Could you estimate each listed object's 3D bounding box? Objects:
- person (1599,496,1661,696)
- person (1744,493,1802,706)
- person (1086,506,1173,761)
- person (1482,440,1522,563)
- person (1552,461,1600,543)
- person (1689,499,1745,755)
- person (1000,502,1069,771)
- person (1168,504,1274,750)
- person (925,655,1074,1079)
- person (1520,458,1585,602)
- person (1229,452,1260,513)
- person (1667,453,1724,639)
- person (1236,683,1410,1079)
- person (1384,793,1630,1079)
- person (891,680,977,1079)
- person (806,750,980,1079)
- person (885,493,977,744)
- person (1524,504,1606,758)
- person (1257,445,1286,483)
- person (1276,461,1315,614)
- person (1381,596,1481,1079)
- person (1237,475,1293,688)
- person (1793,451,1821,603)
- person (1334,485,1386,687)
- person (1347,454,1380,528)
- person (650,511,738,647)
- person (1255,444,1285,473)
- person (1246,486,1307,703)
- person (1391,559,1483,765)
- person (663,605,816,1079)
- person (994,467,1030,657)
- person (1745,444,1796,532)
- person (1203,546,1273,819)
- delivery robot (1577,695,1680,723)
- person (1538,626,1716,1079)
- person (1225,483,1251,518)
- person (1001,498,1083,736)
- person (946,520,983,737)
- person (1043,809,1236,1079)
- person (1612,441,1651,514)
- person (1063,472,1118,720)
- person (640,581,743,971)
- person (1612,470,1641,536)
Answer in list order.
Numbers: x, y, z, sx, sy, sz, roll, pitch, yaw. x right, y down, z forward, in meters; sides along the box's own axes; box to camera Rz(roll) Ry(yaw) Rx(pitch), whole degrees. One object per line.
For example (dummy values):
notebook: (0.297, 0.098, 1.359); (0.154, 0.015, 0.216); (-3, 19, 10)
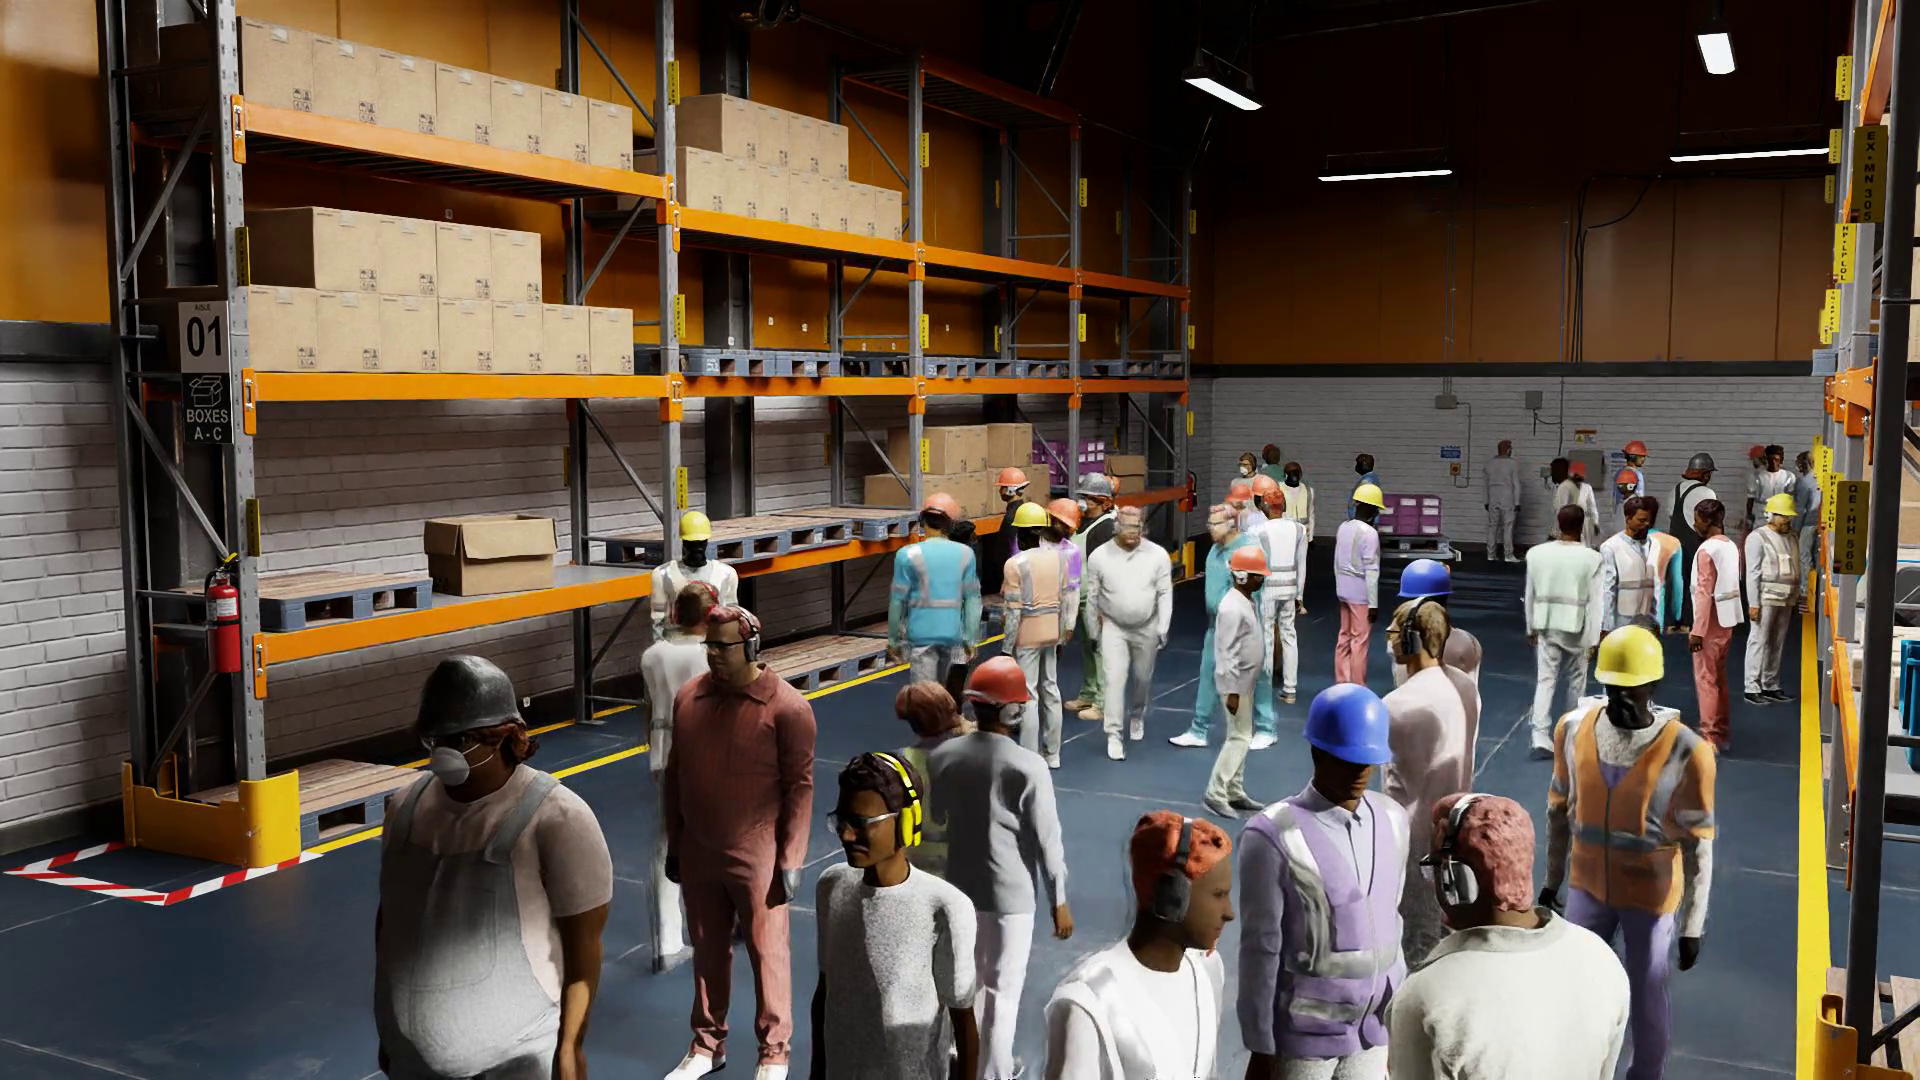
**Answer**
person: (5.165, 0.609, 12.857); (0.599, 1.908, 0.396); (-3, 6, -30)
person: (7.009, 0.509, 14.317); (0.597, 1.828, 0.403); (-3, 6, -29)
person: (1.274, 0.661, 12.568); (0.630, 1.864, 0.993); (0, 5, -1)
person: (8.438, -0.599, 25.835); (0.399, 1.909, 0.642); (-4, 7, -40)
person: (8.415, -0.218, 22.671); (0.558, 1.718, 0.607); (-2, 6, -21)
person: (5.646, 0.646, 12.454); (0.393, 1.908, 0.597); (5, 7, 40)
person: (0.508, 0.698, 11.759); (0.585, 1.929, 0.371); (-5, 7, -42)
person: (2.028, 0.667, 12.539); (0.795, 1.867, 0.648); (-3, 6, -27)
person: (0.162, 1.301, 6.301); (0.573, 1.750, 0.430); (5, 7, 40)
person: (7.592, -0.097, 20.705); (1.018, 1.866, 0.605); (1, 5, 12)
person: (3.592, -0.122, 20.615); (0.368, 1.932, 0.623); (-5, 7, -43)
person: (8.044, 0.050, 18.139); (0.536, 2.000, 0.683); (-1, 5, -12)
person: (1.030, 1.352, 4.637); (0.612, 1.943, 0.404); (-3, 6, -33)
person: (1.100, 1.476, 3.539); (0.639, 1.904, 0.407); (-3, 6, -33)
person: (-0.079, 1.349, 6.422); (0.528, 1.610, 0.546); (0, 5, 2)
person: (-0.193, 1.439, 4.104); (0.524, 1.871, 0.325); (4, 6, 34)
person: (-0.244, 0.673, 11.694); (0.609, 1.994, 0.797); (-3, 6, -33)
person: (4.472, 0.674, 12.371); (0.594, 1.884, 0.892); (3, 6, 32)
person: (4.455, -0.379, 23.440); (0.633, 1.913, 0.714); (-4, 7, -37)
person: (3.971, -0.020, 19.957); (0.622, 1.845, 0.430); (-1, 5, -10)
person: (1.800, 1.185, 6.470); (0.376, 1.940, 0.629); (5, 7, 40)
person: (2.757, 0.380, 15.112); (0.552, 1.942, 0.342); (1, 5, 6)
person: (10.740, -0.165, 21.081); (0.623, 1.932, 0.377); (-5, 7, -44)
person: (3.400, 0.485, 14.132); (0.399, 1.914, 0.589); (-1, 6, -15)
person: (5.406, -0.235, 22.272); (0.429, 1.843, 0.631); (2, 6, 17)
person: (-1.743, 0.771, 10.980); (0.585, 1.928, 0.379); (-2, 6, -20)
person: (4.625, -0.488, 24.757); (0.574, 1.886, 0.356); (0, 5, -4)
person: (2.706, 0.480, 14.327); (0.572, 1.887, 0.356); (-2, 6, -19)
person: (2.196, 1.059, 7.789); (0.616, 1.943, 0.398); (-5, 7, -44)
person: (-0.884, 1.202, 6.463); (0.643, 1.909, 0.409); (2, 6, 23)
person: (0.498, 0.321, 15.466); (0.376, 1.995, 0.612); (1, 5, 11)
person: (10.915, -0.309, 22.398); (0.614, 1.963, 0.362); (1, 5, 14)
person: (1.775, 0.899, 10.627); (0.420, 1.738, 0.566); (2, 6, 19)
delivery robot: (4.869, 1.296, 12.140); (0.477, 0.478, 0.707); (-3, 6, -30)
person: (2.338, 1.247, 5.903); (0.617, 1.910, 0.637); (-5, 7, -44)
person: (2.975, 0.245, 17.696); (0.371, 1.728, 0.603); (0, 5, 0)
person: (0.643, 0.605, 13.036); (0.633, 1.872, 0.648); (0, 5, -1)
person: (0.018, 0.692, 13.067); (0.318, 1.697, 0.535); (0, 5, -5)
person: (0.335, 1.499, 3.550); (0.448, 1.859, 0.624); (4, 6, 34)
person: (8.650, -0.256, 21.429); (0.386, 2.039, 0.615); (0, 5, -5)
person: (1.069, 0.455, 13.778); (0.537, 2.000, 0.682); (-1, 5, -12)
person: (-1.233, 1.100, 8.066); (0.598, 1.801, 0.911); (2, 6, 20)
person: (7.893, 0.044, 19.725); (0.324, 1.752, 0.563); (0, 5, 2)
